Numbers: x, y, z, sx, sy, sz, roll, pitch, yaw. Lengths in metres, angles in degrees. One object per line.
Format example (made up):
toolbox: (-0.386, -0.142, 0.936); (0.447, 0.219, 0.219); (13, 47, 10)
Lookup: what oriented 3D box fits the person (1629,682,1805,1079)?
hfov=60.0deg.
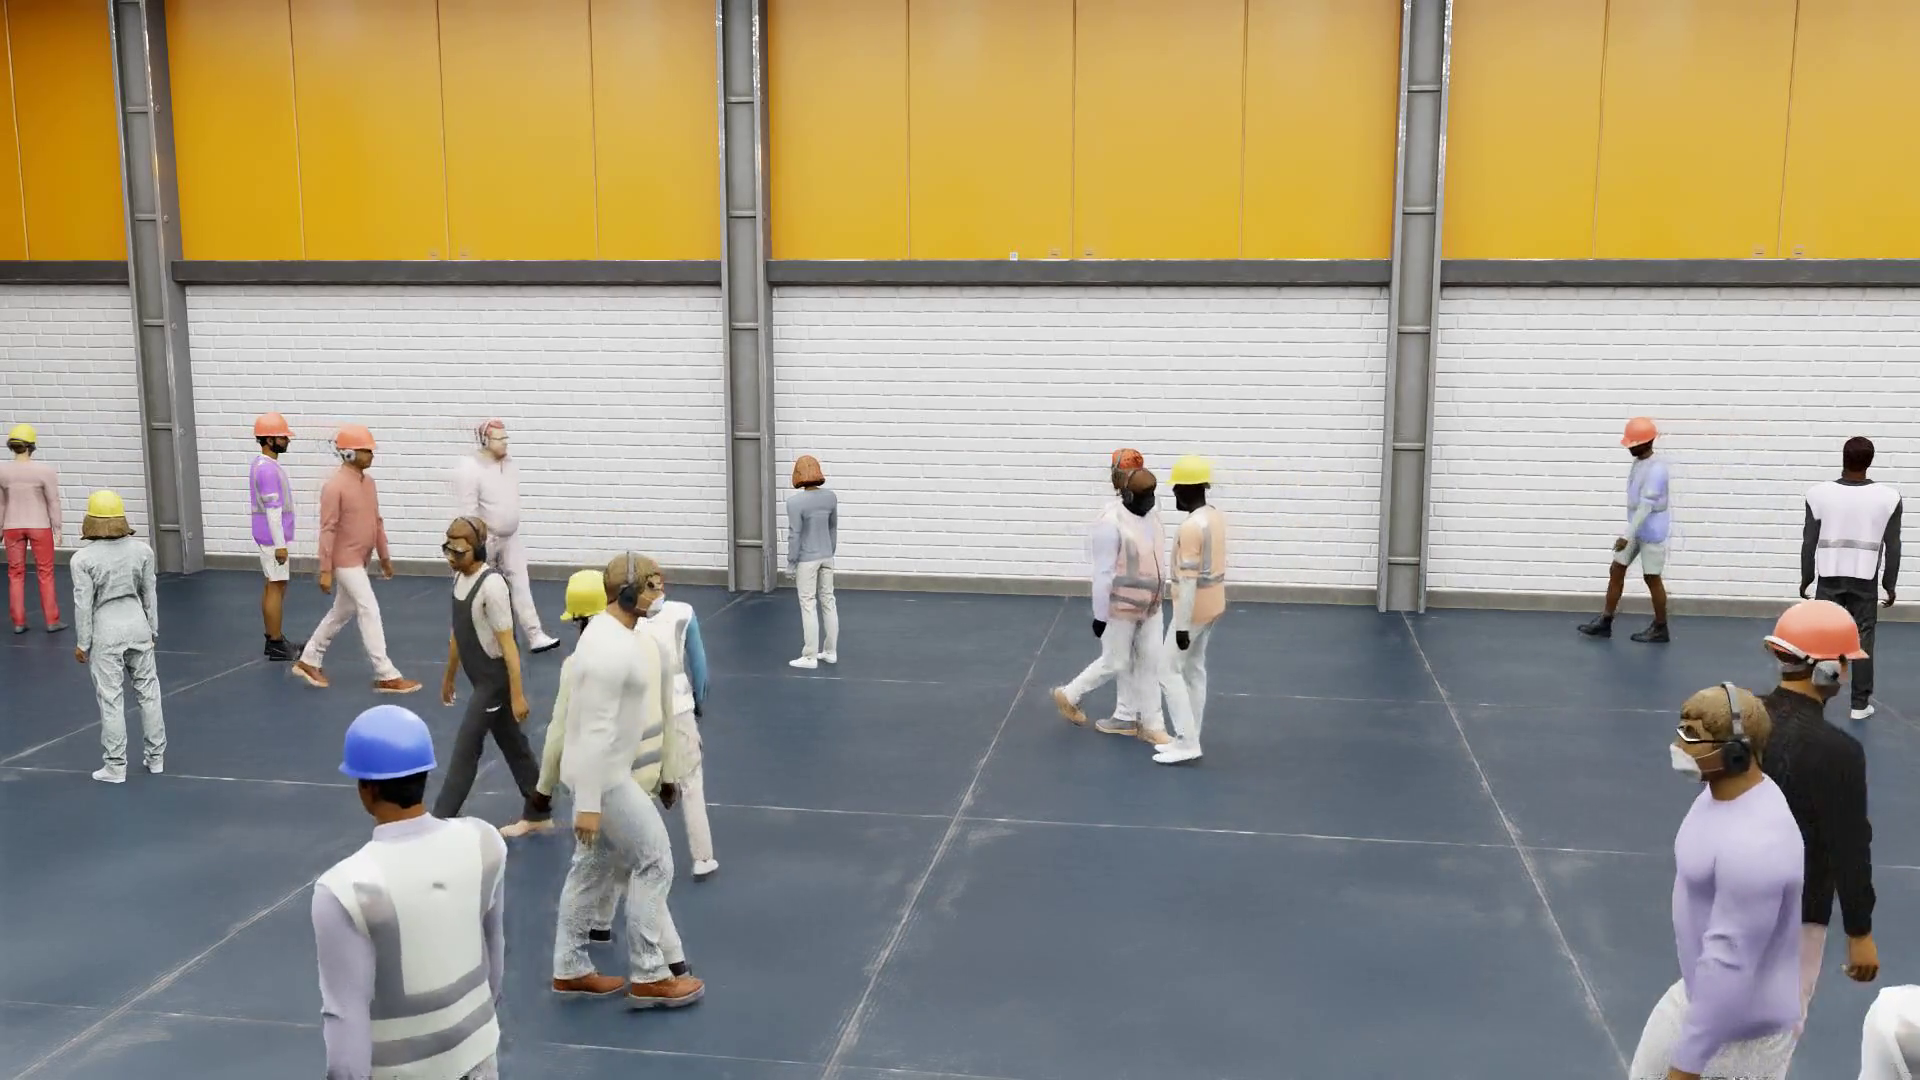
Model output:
person: (2.011, 1.332, 4.699); (0.872, 1.901, 0.644); (3, 10, 16)

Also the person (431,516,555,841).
person: (-2.555, 0.757, 8.600); (0.965, 1.782, 0.566); (-5, 10, -28)

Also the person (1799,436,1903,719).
person: (6.027, 0.256, 11.282); (0.597, 1.921, 0.383); (5, 10, 28)

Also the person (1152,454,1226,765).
person: (1.410, 0.425, 10.243); (0.427, 1.921, 0.608); (5, 10, 27)

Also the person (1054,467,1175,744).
person: (1.030, 0.410, 10.705); (0.812, 1.810, 0.641); (9, 13, 44)

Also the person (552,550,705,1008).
person: (-1.351, 0.989, 6.811); (0.779, 1.905, 0.701); (-2, 9, -10)

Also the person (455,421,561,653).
person: (-3.660, -0.017, 13.168); (1.019, 1.853, 0.667); (6, 11, 31)

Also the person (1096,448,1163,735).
person: (1.106, 0.336, 10.909); (0.342, 1.882, 0.579); (8, 12, 40)

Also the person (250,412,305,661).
person: (-5.323, -0.026, 12.976); (0.361, 1.938, 0.545); (-5, 10, -28)

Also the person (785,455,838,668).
person: (-1.136, 0.166, 12.727); (0.285, 1.632, 0.499); (8, 12, 42)

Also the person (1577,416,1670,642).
person: (5.440, -0.064, 13.414); (0.827, 1.870, 0.582); (0, 9, -1)

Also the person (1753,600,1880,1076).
person: (2.717, 1.176, 5.447); (0.436, 1.980, 0.636); (-1, 9, -5)

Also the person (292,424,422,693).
person: (-4.421, 0.133, 11.965); (0.984, 1.956, 0.629); (1, 9, 4)

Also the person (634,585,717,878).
person: (-1.560, 0.888, 8.407); (0.591, 1.581, 0.735); (-4, 10, -21)

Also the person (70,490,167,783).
person: (-5.023, 0.569, 9.904); (0.295, 1.744, 0.484); (7, 12, 37)

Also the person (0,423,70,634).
person: (-7.782, -0.092, 13.912); (0.532, 1.765, 0.327); (-2, 9, -11)

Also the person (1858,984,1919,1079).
person: (2.112, 1.562, 3.399); (0.593, 1.866, 0.675); (5, 10, 27)

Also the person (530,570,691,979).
person: (-1.465, 1.007, 7.123); (0.890, 1.777, 0.582); (5, 10, 27)

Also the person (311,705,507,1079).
person: (-1.438, 1.374, 4.488); (1.015, 1.902, 0.625); (7, 12, 37)
